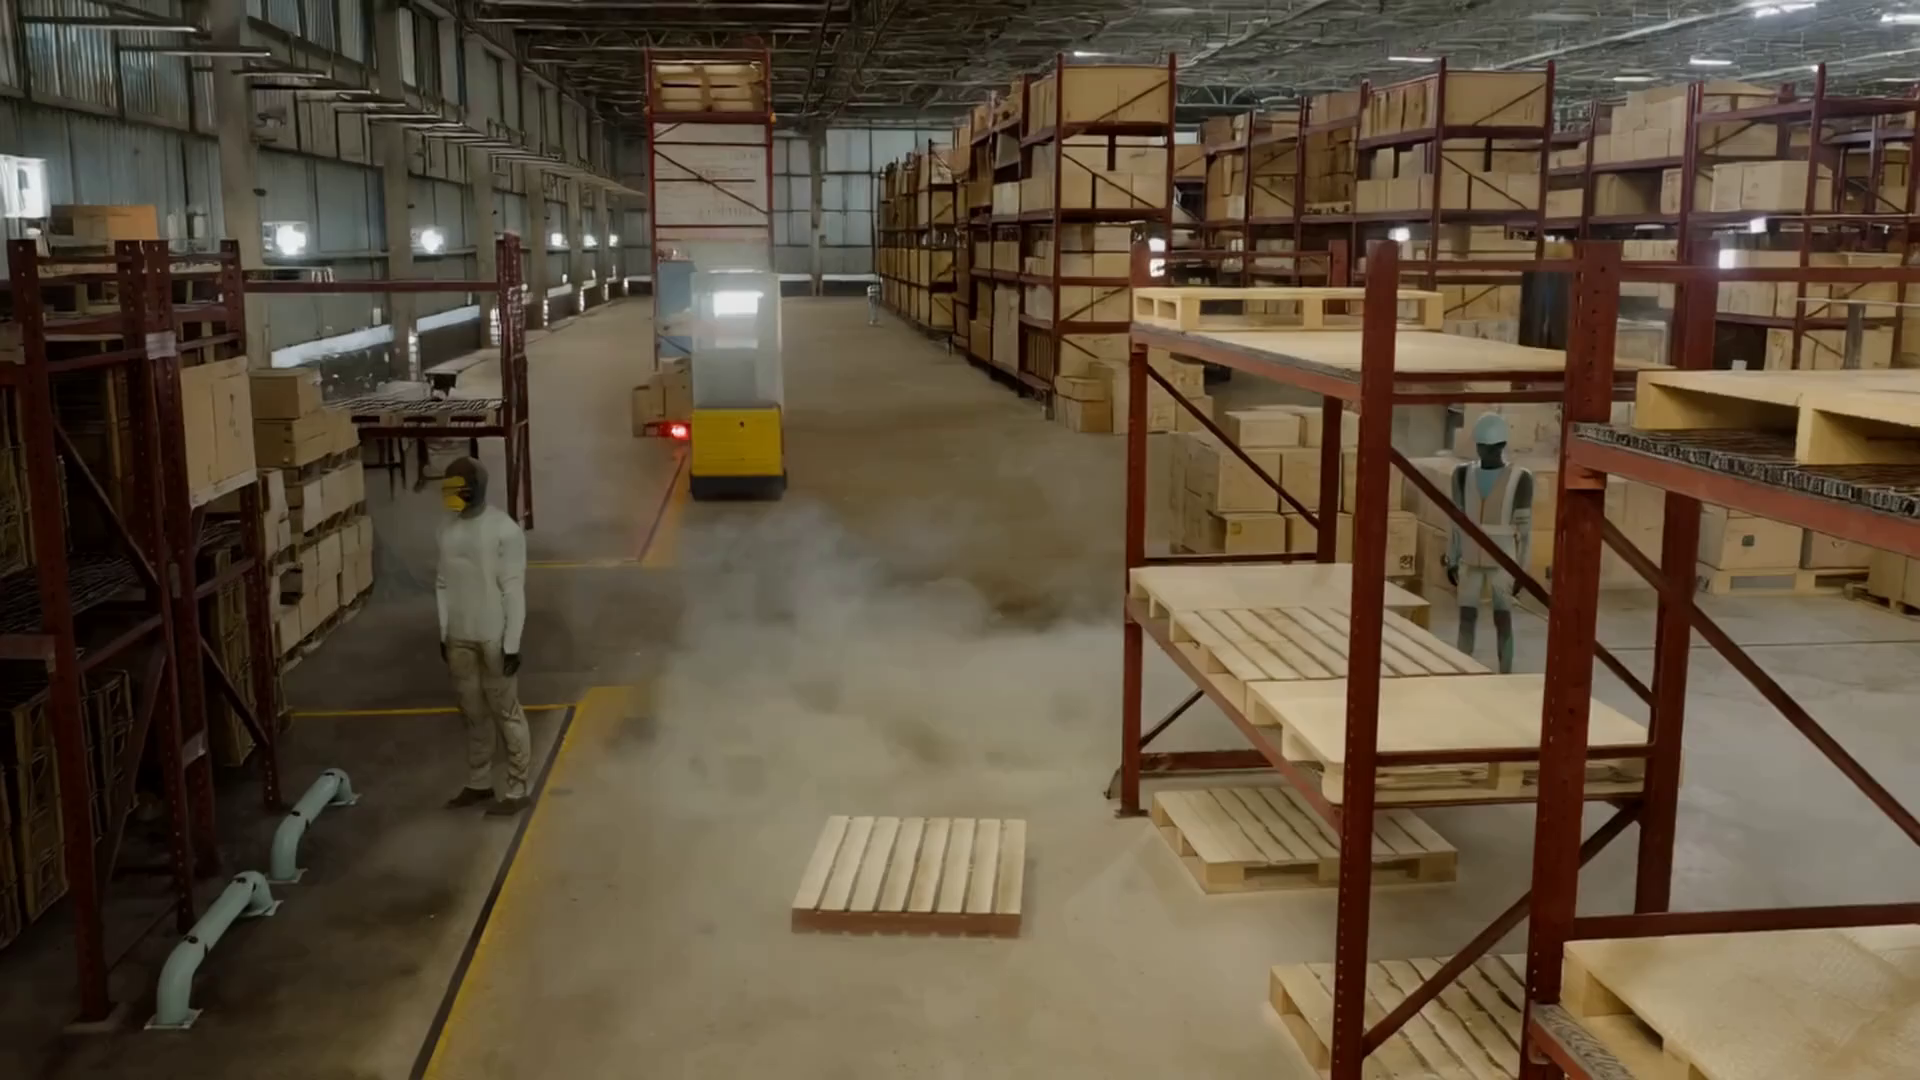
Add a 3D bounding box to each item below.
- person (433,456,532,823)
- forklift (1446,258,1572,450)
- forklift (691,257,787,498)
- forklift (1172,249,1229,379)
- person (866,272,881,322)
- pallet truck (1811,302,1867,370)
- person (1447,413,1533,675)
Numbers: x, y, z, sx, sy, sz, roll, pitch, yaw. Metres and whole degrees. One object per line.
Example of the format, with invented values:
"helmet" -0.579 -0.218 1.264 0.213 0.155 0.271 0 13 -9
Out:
"person" -2.511 0.512 8.739 0.630 1.931 0.367 7 12 32
"forklift" 6.560 -1.760 18.685 1.873 2.768 1.129 -1 10 -7
"forklift" -2.675 -1.996 19.992 1.129 2.768 1.873 -1 10 -6
"forklift" 5.194 -4.965 36.443 1.129 2.768 1.873 -1 10 -6
"person" -3.210 -9.012 61.734 0.563 1.847 0.390 -1 10 -8
"pallet truck" 15.846 -3.142 28.793 1.885 1.965 0.823 2 10 12
"person" 3.441 0.128 10.883 0.542 1.928 0.399 8 13 38
